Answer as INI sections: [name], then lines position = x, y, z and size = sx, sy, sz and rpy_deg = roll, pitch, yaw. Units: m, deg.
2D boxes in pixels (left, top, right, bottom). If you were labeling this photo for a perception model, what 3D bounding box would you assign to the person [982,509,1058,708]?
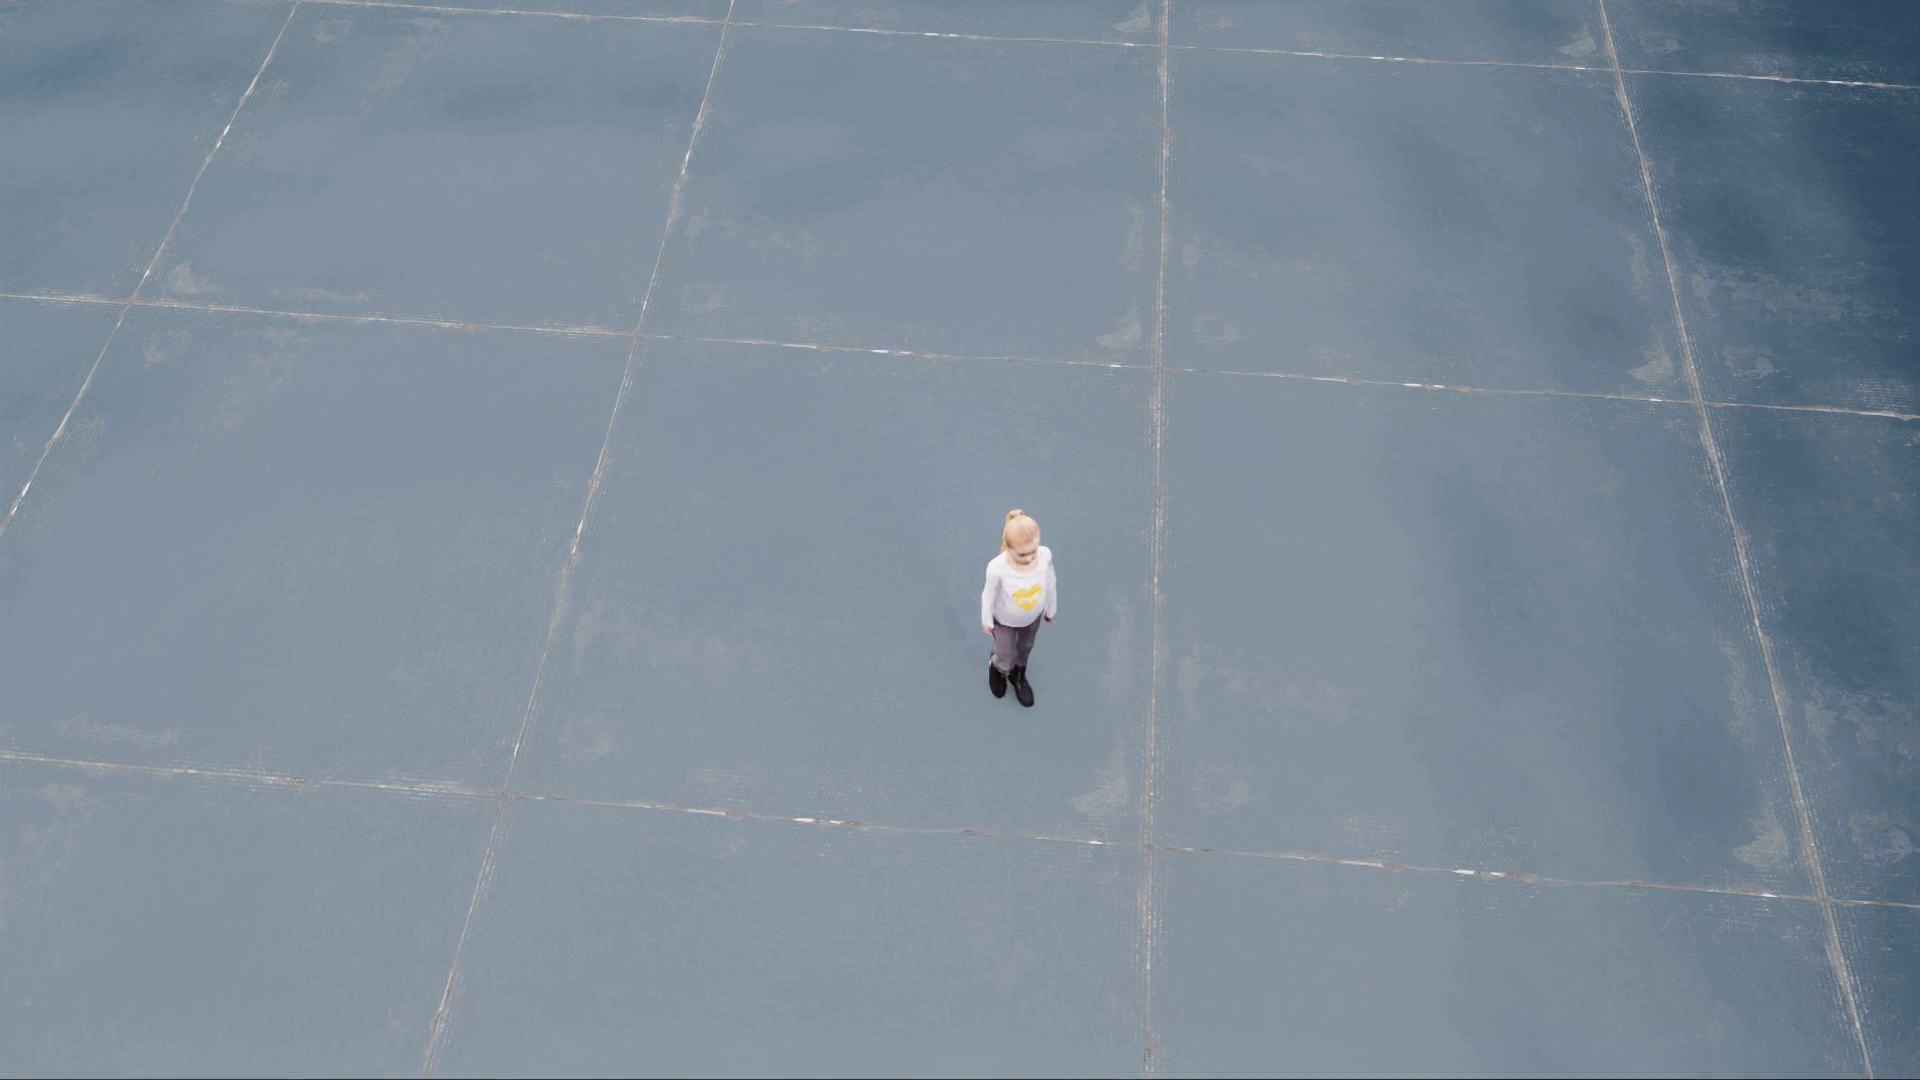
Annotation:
[person]
position = 0.236, 0.280, 7.611
size = 0.570, 1.274, 0.652
rpy_deg = -18, 54, -13
